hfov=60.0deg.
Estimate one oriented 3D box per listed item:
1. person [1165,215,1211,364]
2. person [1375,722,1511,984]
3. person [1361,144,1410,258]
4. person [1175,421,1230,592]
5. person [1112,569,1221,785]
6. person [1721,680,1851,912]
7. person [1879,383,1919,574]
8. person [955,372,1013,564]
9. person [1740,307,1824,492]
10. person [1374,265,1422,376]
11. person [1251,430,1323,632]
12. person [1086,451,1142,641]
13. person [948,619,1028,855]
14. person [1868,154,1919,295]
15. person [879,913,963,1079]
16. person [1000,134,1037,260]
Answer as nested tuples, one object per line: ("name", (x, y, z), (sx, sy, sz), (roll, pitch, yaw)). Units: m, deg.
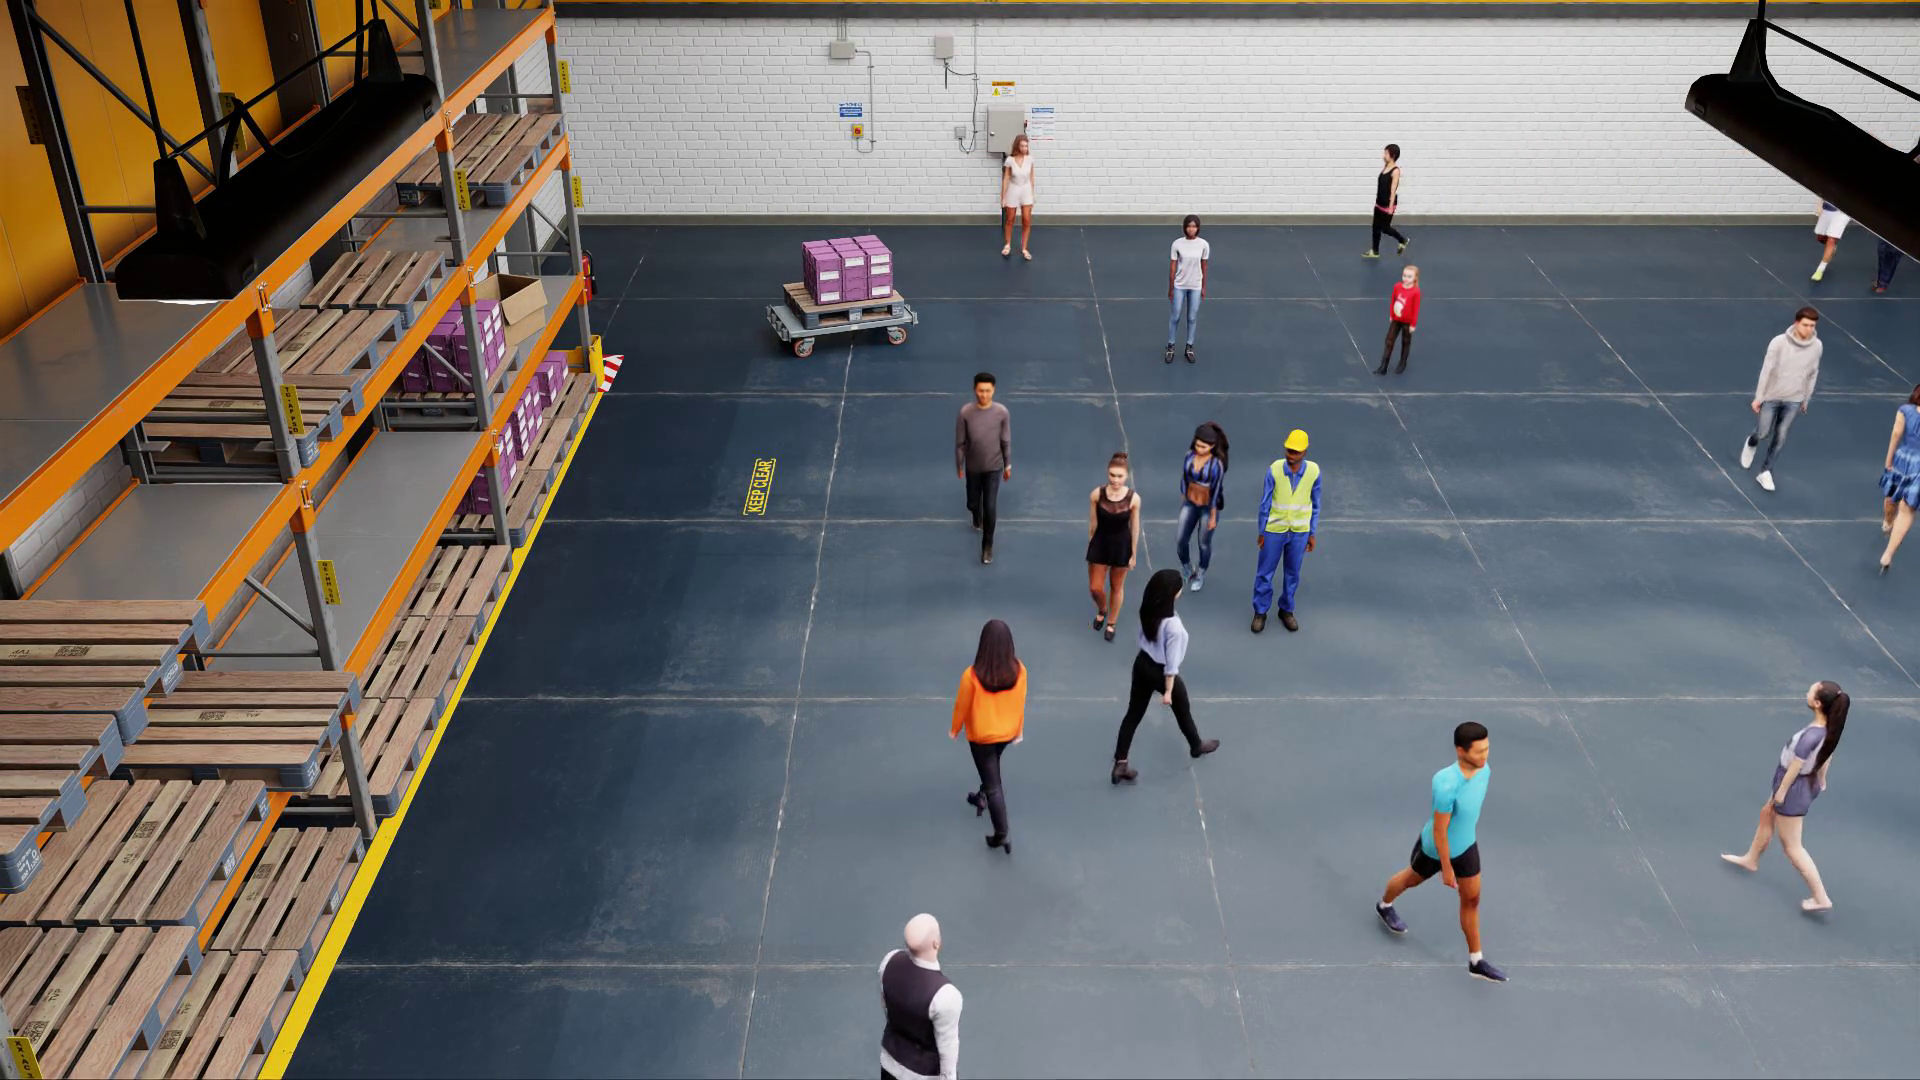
("person", (2.578, -2.857, 18.880), (0.576, 1.719, 0.509), (1, 29, 2))
("person", (2.915, 1.853, 10.250), (1.078, 1.715, 1.278), (-18, 33, -30))
("person", (5.708, -4.467, 22.024), (0.706, 1.535, 0.814), (-5, 29, -9))
("person", (2.114, -0.296, 14.296), (0.750, 1.613, 0.794), (20, 34, 32))
("person", (1.305, 1.008, 11.811), (1.114, 1.702, 1.167), (-17, 33, -28))
("person", (5.471, 1.658, 10.709), (0.978, 1.618, 1.081), (-22, 36, -35))
("person", (8.331, -0.526, 14.586), (1.115, 1.740, 1.250), (21, 35, 33))
("person", (0.220, -0.699, 14.889), (0.938, 1.753, 0.670), (0, 29, 0))
("person", (7.940, -1.419, 16.115), (0.744, 1.844, 0.923), (3, 29, 6))
("person", (4.999, -2.480, 18.668), (0.779, 1.260, 0.884), (20, 34, 32))
("person", (2.695, -0.093, 13.716), (0.653, 1.812, 0.566), (1, 29, 2))
("person", (1.264, 0.023, 13.654), (0.637, 1.669, 0.636), (6, 29, 12))
("person", (0.268, 1.359, 11.144), (0.902, 1.726, 1.023), (-18, 33, -29))
("person", (11.845, -4.041, 20.973), (1.048, 1.794, 0.989), (-24, 37, -37))
("person", (-0.260, 2.760, 8.523), (1.115, 1.776, 1.284), (23, 36, 35))
("person", (0.777, -4.583, 22.093), (0.706, 1.673, 0.796), (-1, 29, -2))
